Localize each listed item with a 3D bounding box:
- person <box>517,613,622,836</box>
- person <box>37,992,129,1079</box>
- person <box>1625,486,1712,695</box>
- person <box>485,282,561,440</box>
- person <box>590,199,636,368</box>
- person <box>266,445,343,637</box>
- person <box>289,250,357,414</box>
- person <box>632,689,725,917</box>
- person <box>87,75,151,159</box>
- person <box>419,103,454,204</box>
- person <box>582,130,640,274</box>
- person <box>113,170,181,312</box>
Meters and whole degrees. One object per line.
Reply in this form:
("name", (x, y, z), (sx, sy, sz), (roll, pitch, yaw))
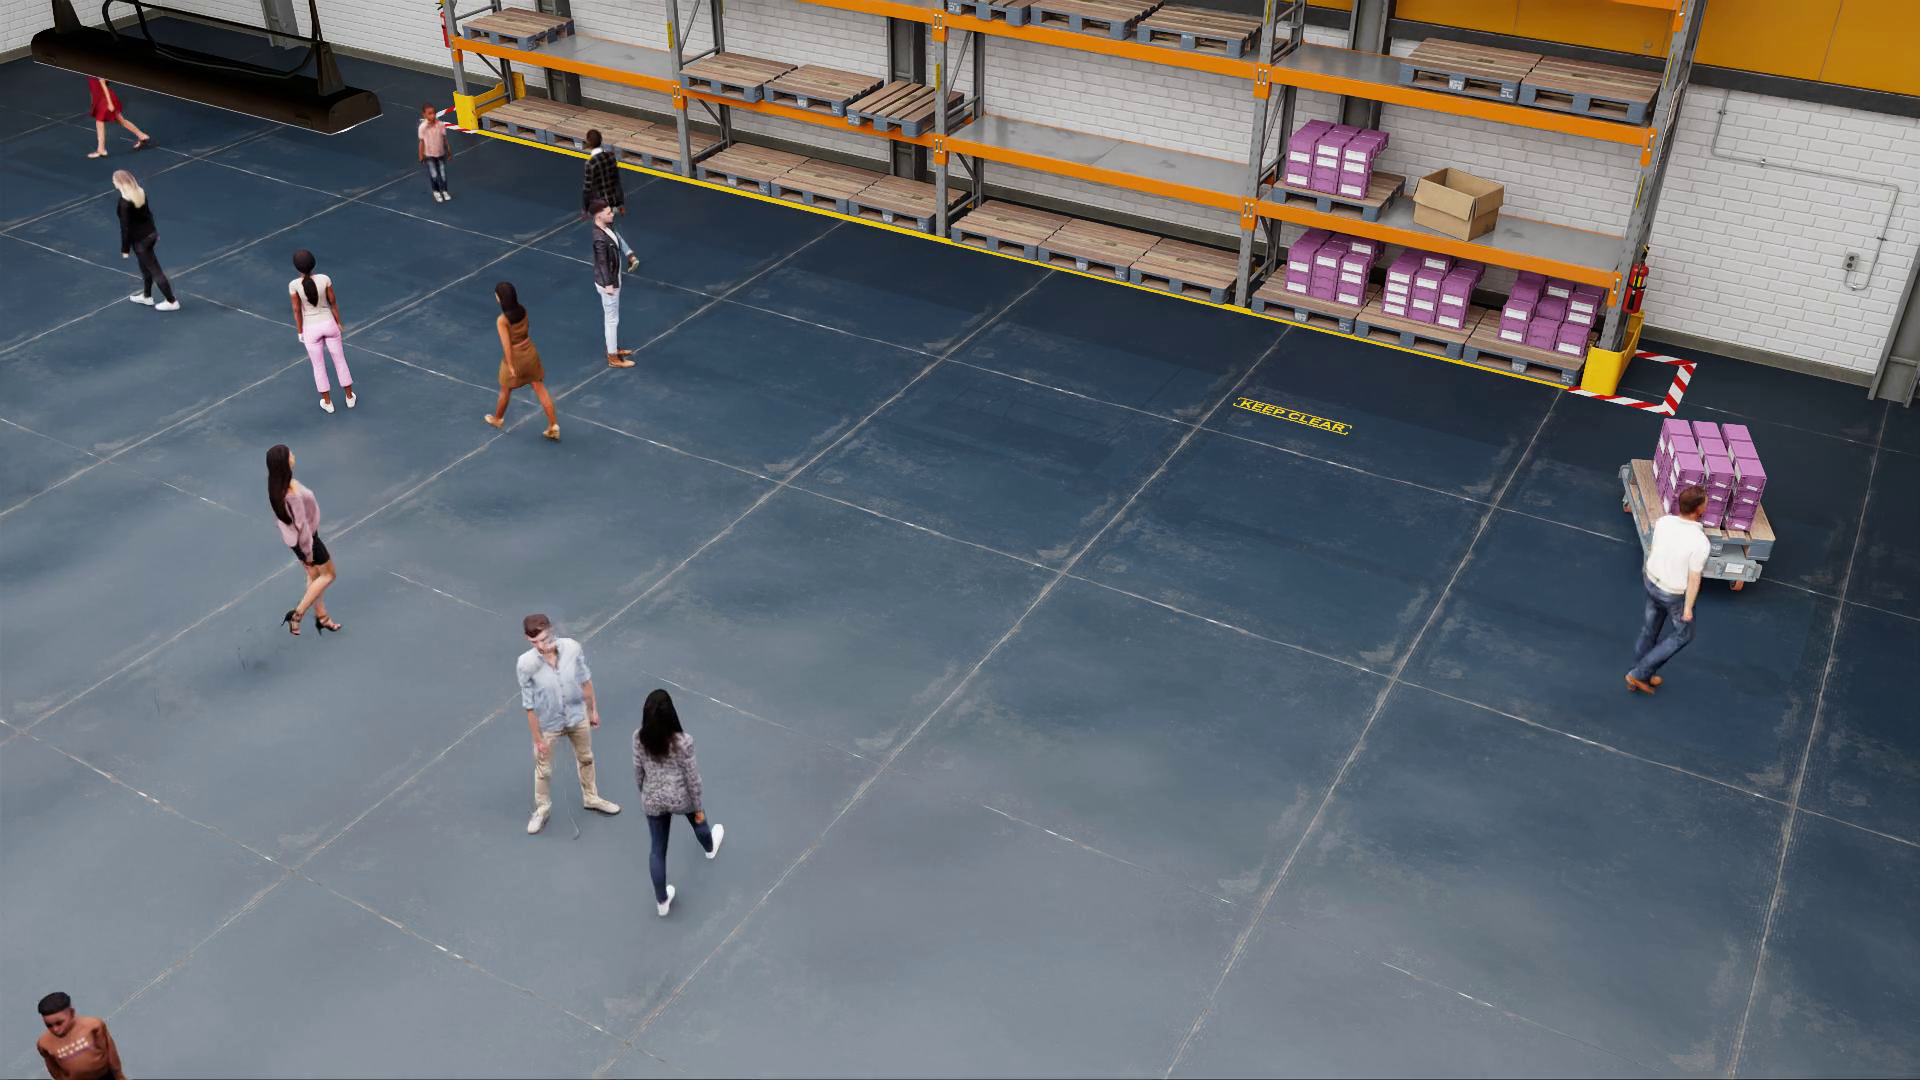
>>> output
("person", (-2.748, 1.229, 11.586), (0.879, 1.839, 0.802), (-26, 42, -34))
("person", (-4.958, 2.987, 9.493), (0.796, 1.229, 0.993), (-20, 38, -27))
("person", (5.369, 0.426, 12.789), (0.905, 1.845, 0.832), (-12, 36, -18))
("person", (-4.199, -1.705, 16.172), (1.052, 1.648, 0.593), (15, 37, 22))
("person", (-3.708, -2.718, 17.526), (0.767, 1.836, 0.726), (-7, 34, -10))
("person", (-5.358, 0.061, 13.378), (0.751, 1.801, 0.773), (28, 43, 35))
("person", (-6.426, -2.109, 16.696), (0.663, 1.741, 0.665), (-19, 38, -26))
("person", (-1.937, 1.755, 10.922), (1.067, 1.699, 0.941), (6, 34, 9))
("person", (-11.655, -6.046, 22.820), (0.888, 1.519, 1.076), (-22, 39, -30))
("person", (-6.802, -5.018, 21.478), (0.629, 1.293, 0.643), (-20, 38, -27))
("person", (-4.040, -3.829, 19.226), (0.748, 1.805, 0.652), (19, 38, 27))
("person", (-9.044, -3.331, 18.595), (0.960, 1.674, 0.858), (1, 34, 1))
